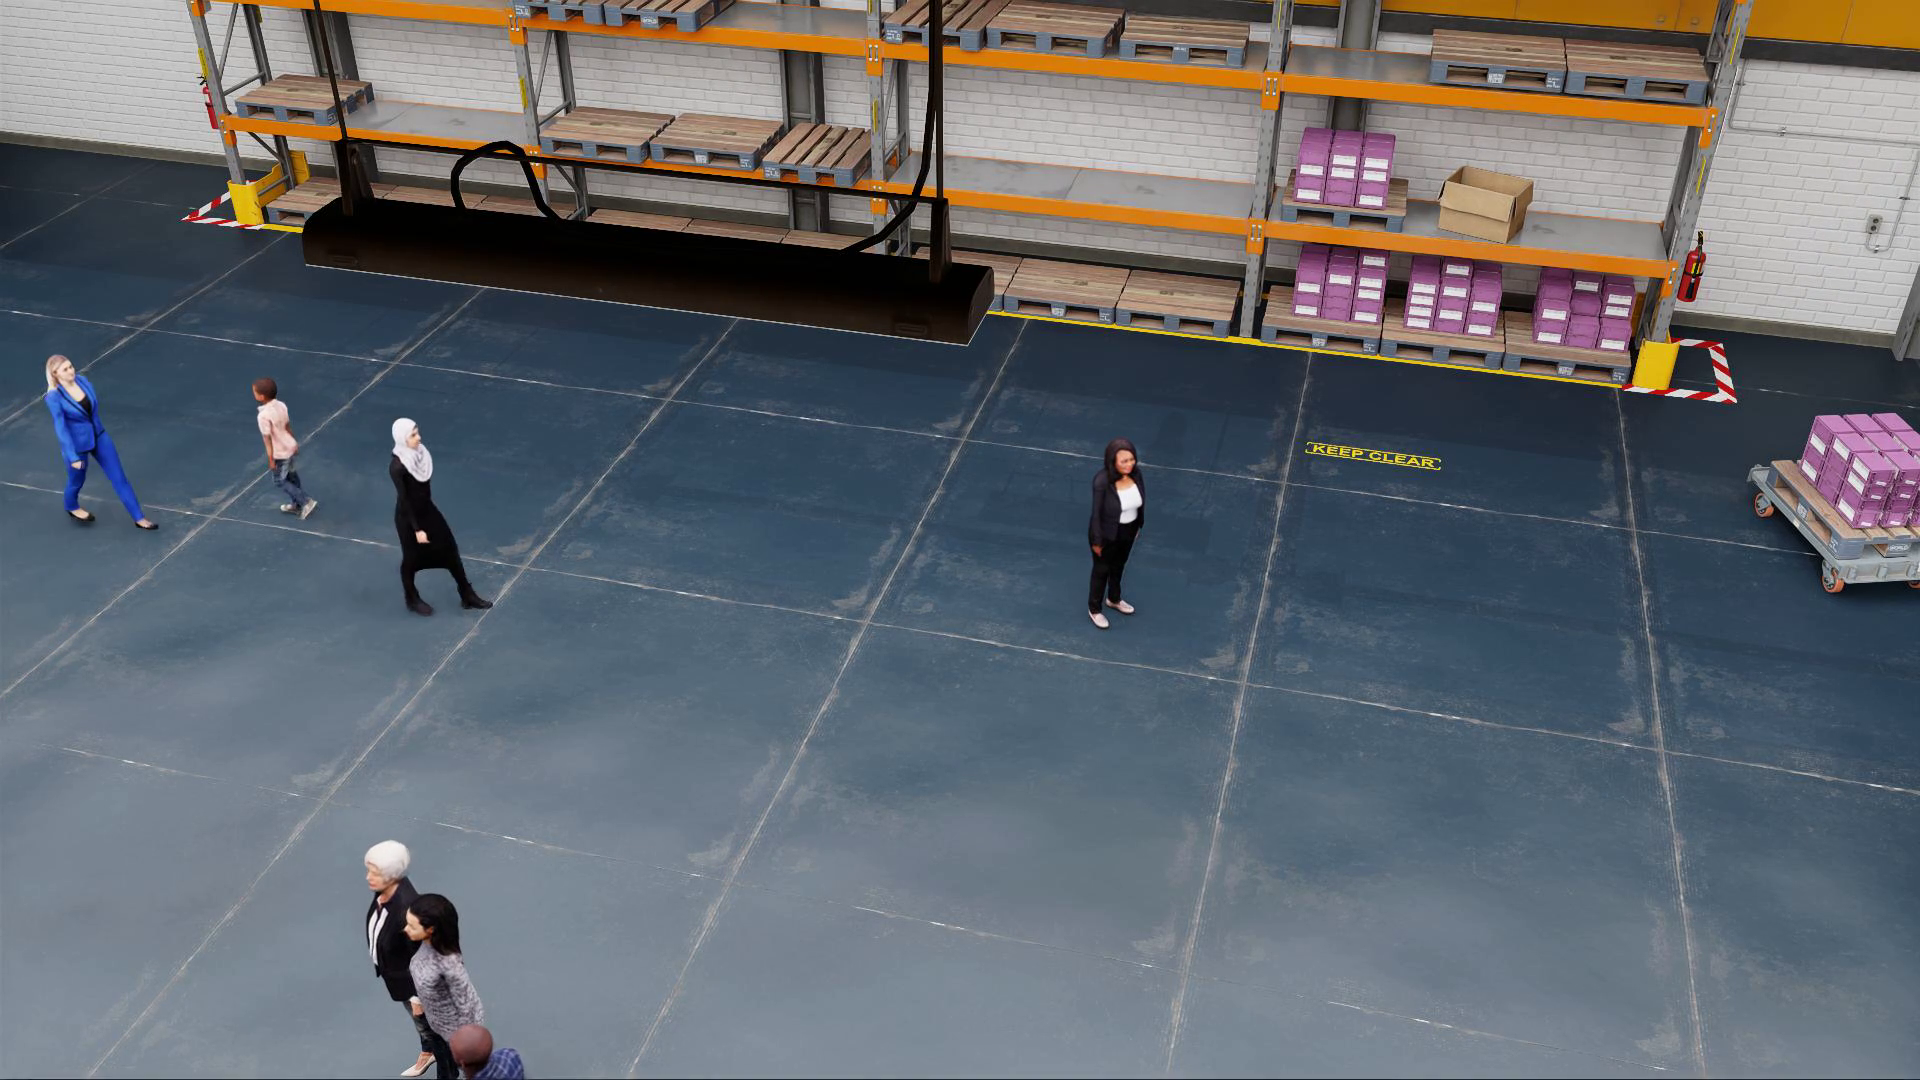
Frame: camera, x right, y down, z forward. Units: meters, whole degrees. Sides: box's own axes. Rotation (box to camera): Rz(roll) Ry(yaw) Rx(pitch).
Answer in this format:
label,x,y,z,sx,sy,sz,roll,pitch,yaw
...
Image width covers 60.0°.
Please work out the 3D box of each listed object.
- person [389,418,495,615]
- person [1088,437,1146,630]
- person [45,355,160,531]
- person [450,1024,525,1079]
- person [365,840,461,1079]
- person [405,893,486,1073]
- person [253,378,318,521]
label,x,y,z,sx,sy,sz,roll,pitch,yaw
person,-4.287,-0.152,12.888,0.956,1.751,0.669,12,35,17
person,1.188,-0.082,12.903,0.755,1.617,0.790,-26,42,-34
person,-7.403,-0.793,13.942,1.149,1.650,0.718,11,35,15
person,-2.204,2.998,8.091,0.615,1.815,0.671,12,35,17
person,-2.965,2.336,8.890,0.807,1.782,0.826,-20,39,-28
person,-2.696,2.525,8.877,0.748,1.732,0.666,-21,39,-29
person,-5.738,-0.762,14.216,0.637,1.297,0.524,6,34,9
